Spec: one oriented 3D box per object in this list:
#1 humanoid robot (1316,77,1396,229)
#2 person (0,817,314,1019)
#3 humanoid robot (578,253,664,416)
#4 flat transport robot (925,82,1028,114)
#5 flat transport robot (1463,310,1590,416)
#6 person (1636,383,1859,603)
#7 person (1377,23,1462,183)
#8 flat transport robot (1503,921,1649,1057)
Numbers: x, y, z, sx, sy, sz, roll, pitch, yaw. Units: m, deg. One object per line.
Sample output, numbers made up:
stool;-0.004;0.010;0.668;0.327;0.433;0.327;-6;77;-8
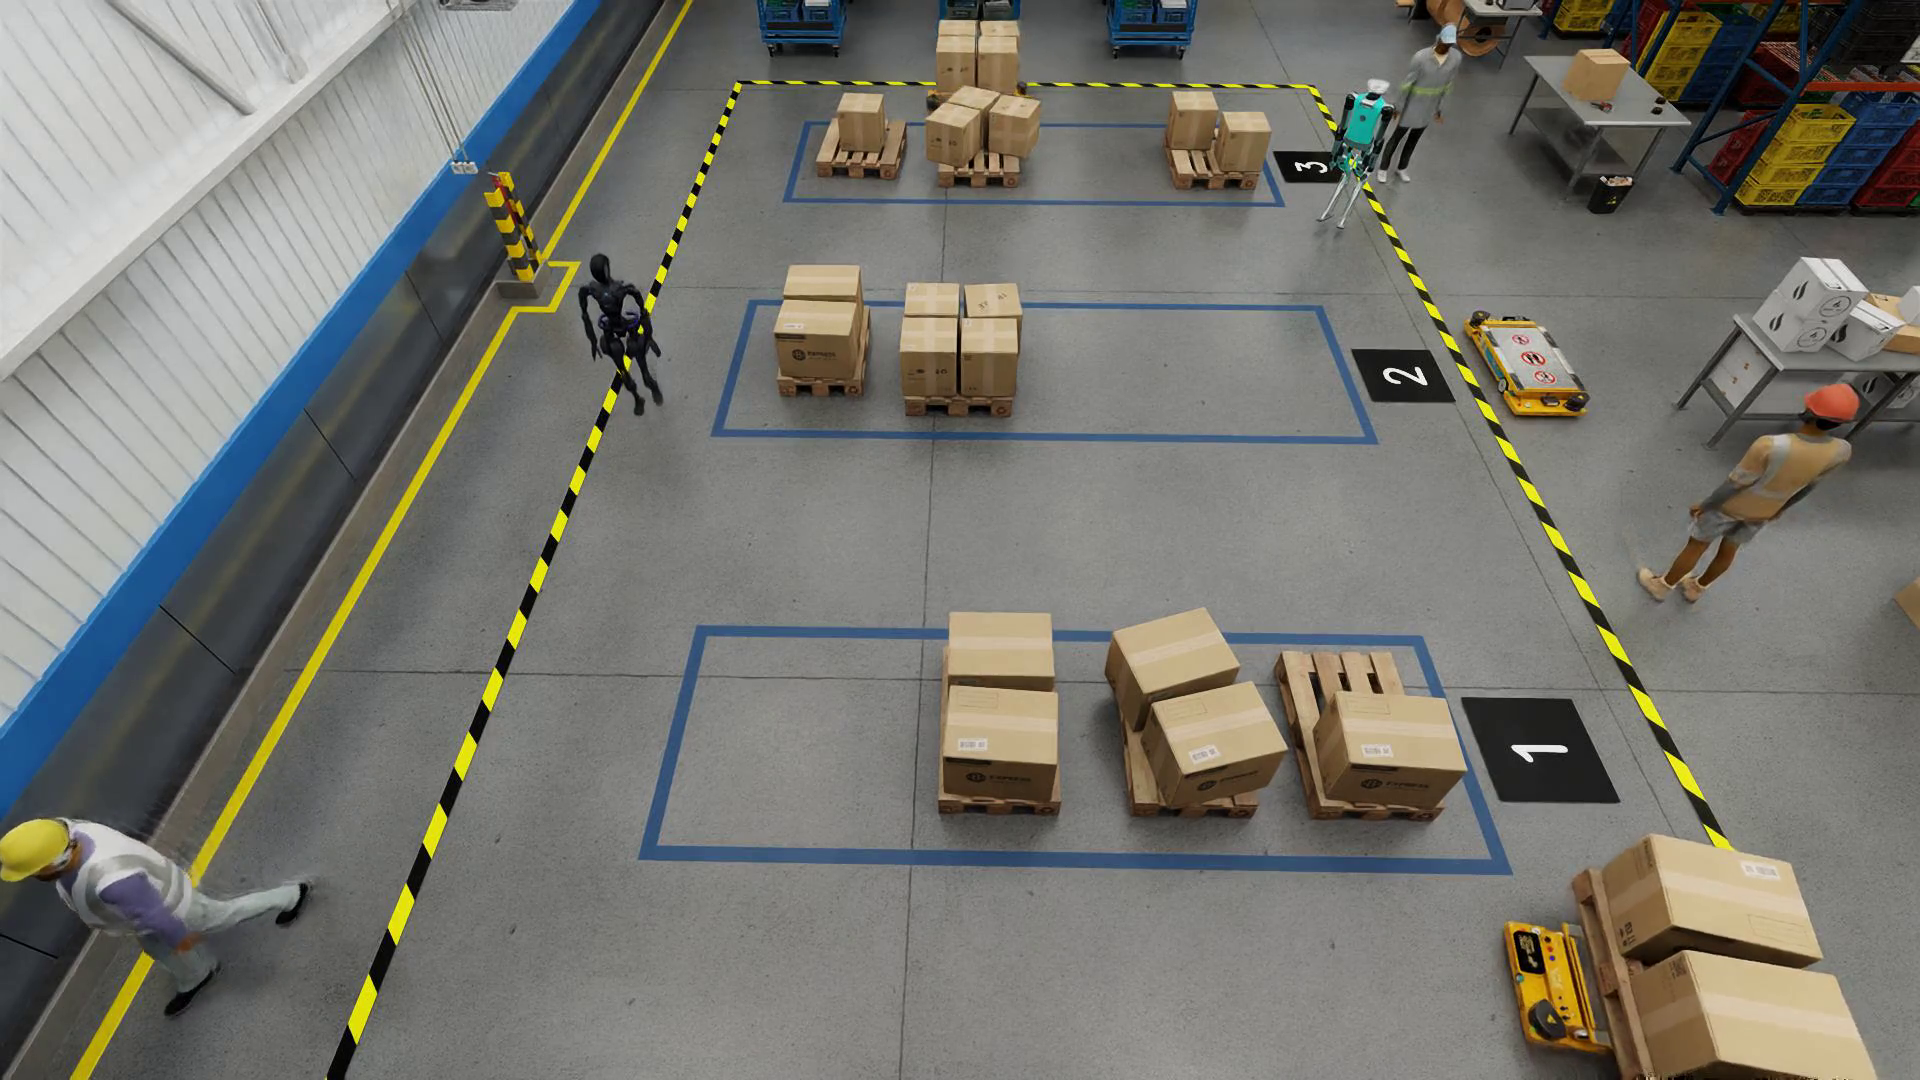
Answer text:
humanoid robot;4.483;-4.350;10.242;0.533;1.672;0.735;33;57;25
person;-4.277;1.892;4.885;0.604;1.797;0.881;22;53;18
humanoid robot;-3.010;-1.792;8.152;0.609;1.643;0.335;-7;49;-6
flat transport robot;0.240;-6.226;12.904;1.431;0.197;0.652;1;49;1
flat transport robot;5.573;-1.757;9.054;0.659;0.231;1.431;1;49;1
person;5.658;-0.287;6.610;0.613;2.040;0.389;3;49;2
person;5.528;-5.201;10.987;0.596;1.850;0.398;-2;49;-2
flat transport robot;3.959;2.631;5.238;1.431;0.197;0.652;8;50;7
